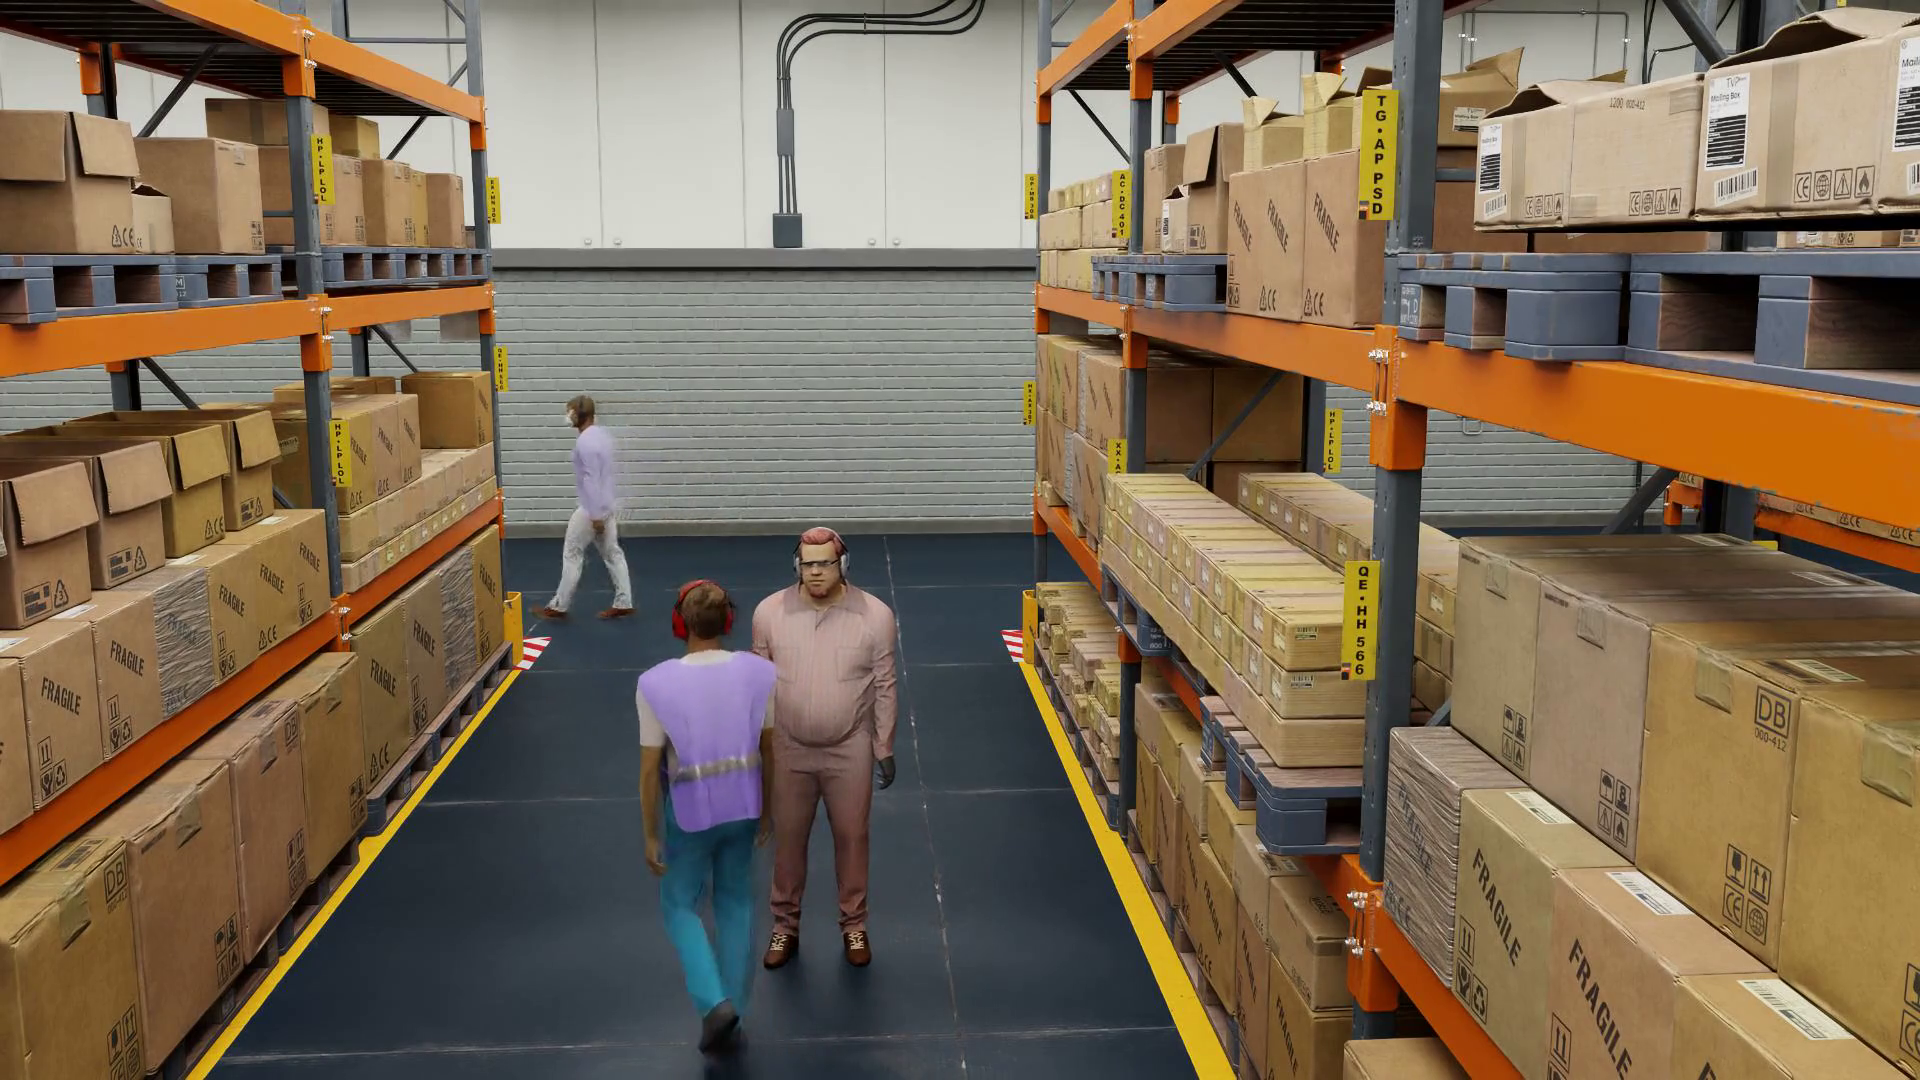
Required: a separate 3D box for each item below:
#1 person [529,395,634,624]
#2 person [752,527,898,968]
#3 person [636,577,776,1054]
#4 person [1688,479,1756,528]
[{"bbox_3d":[-3.169,-0.253,13.832,0.927,1.899,0.647,0,10,0],"label":"person"},{"bbox_3d":[-0.588,0.887,7.113,0.639,1.911,0.402,0,10,0],"label":"person"},{"bbox_3d":[-0.928,1.065,6.299,0.573,1.832,0.483,-5,11,-29],"label":"person"},{"bbox_3d":[3.630,0.665,8.076,0.633,2.022,0.467,-3,10,-16],"label":"person"}]
